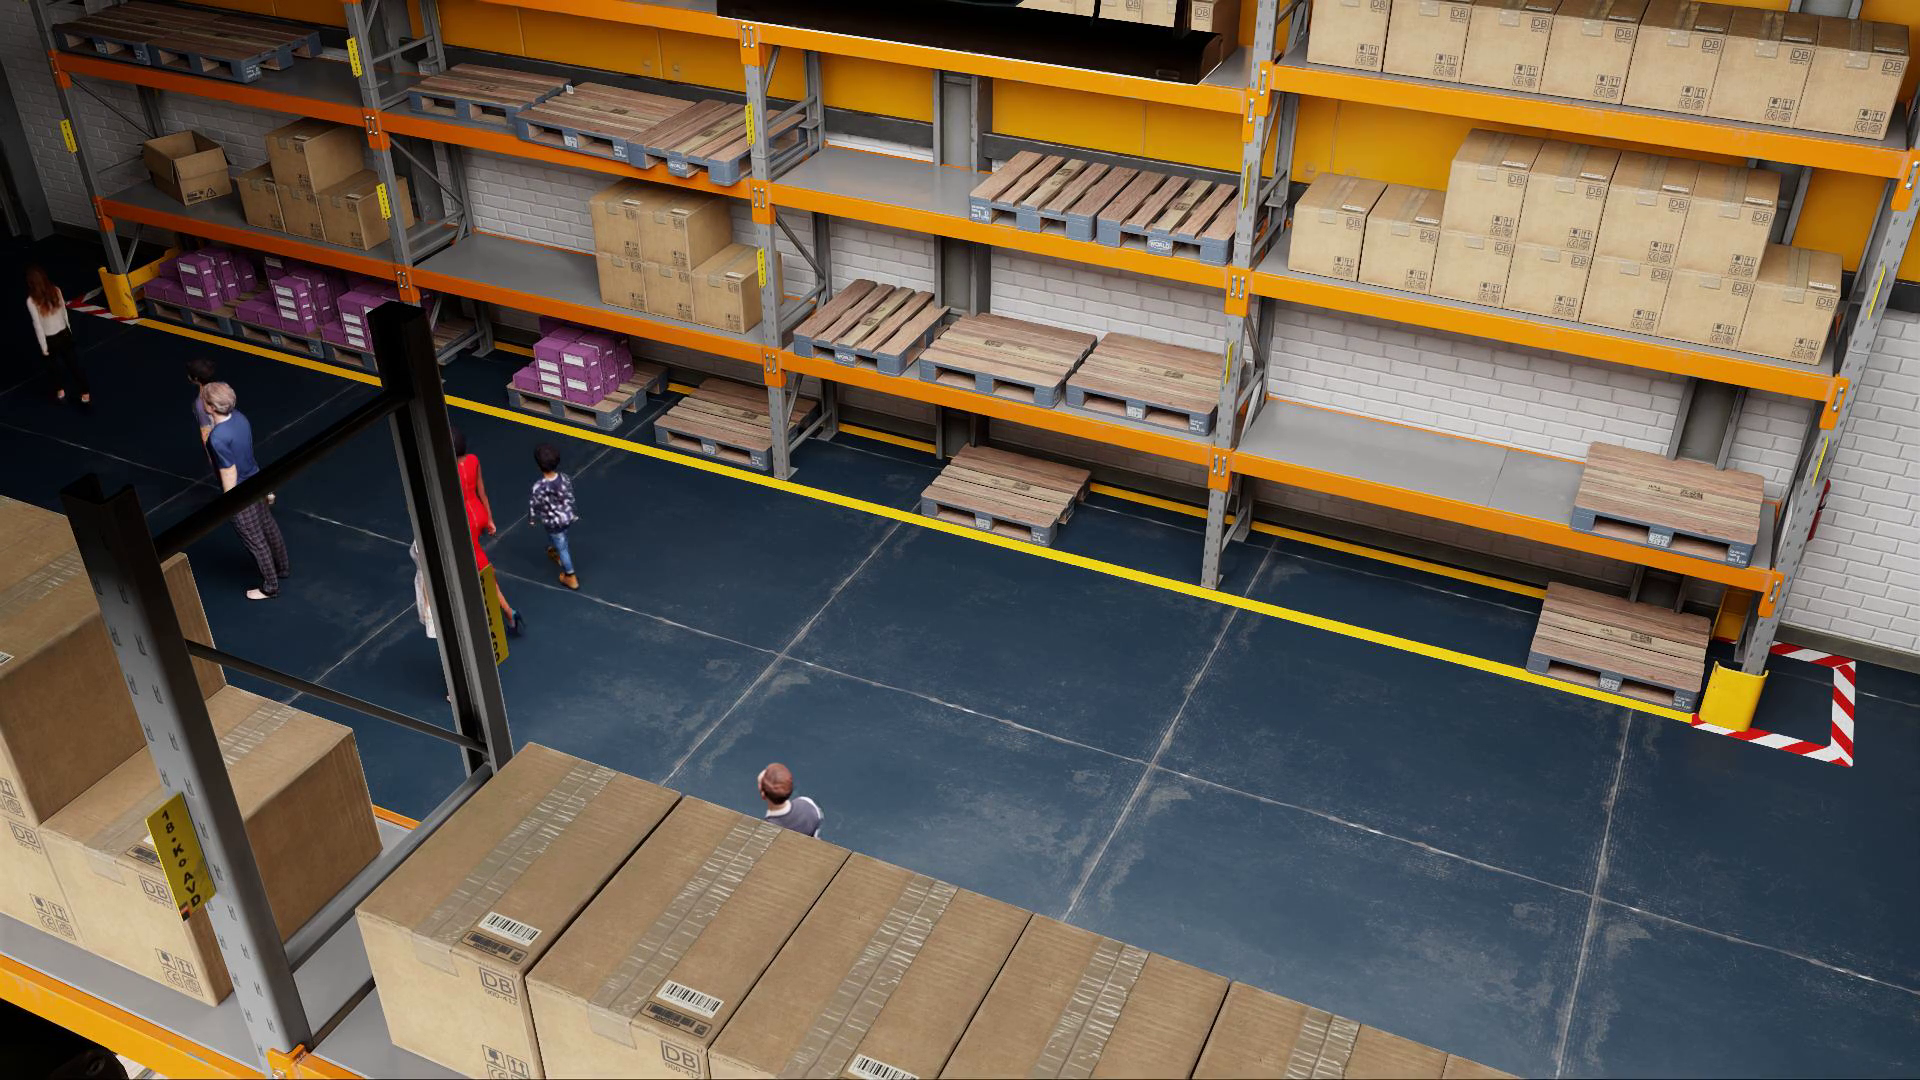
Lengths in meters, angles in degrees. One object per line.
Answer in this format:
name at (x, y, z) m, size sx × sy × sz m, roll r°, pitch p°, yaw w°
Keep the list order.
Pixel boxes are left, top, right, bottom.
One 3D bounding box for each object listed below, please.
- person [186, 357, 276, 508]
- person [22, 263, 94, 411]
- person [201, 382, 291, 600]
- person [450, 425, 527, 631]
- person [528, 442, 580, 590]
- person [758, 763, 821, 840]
person at (-6.114, -0.832, 13.934) m, size 0.759 × 1.551 × 0.619 m, roll 10°, pitch 35°, yaw 14°
person at (-8.419, -1.880, 15.584) m, size 0.713 × 1.469 × 0.567 m, roll 15°, pitch 37°, yaw 22°
person at (-5.594, -0.398, 12.992) m, size 0.693 × 1.871 × 0.735 m, roll 2°, pitch 34°, yaw 3°
person at (-3.672, -0.036, 12.605) m, size 1.139 × 1.696 × 0.698 m, roll 21°, pitch 39°, yaw 29°
person at (-3.180, -0.166, 13.224) m, size 0.823 × 1.228 × 0.641 m, roll 26°, pitch 42°, yaw 34°
person at (-0.959, 2.008, 9.313) m, size 0.671 × 1.937 × 0.715 m, roll 26°, pitch 42°, yaw 34°
